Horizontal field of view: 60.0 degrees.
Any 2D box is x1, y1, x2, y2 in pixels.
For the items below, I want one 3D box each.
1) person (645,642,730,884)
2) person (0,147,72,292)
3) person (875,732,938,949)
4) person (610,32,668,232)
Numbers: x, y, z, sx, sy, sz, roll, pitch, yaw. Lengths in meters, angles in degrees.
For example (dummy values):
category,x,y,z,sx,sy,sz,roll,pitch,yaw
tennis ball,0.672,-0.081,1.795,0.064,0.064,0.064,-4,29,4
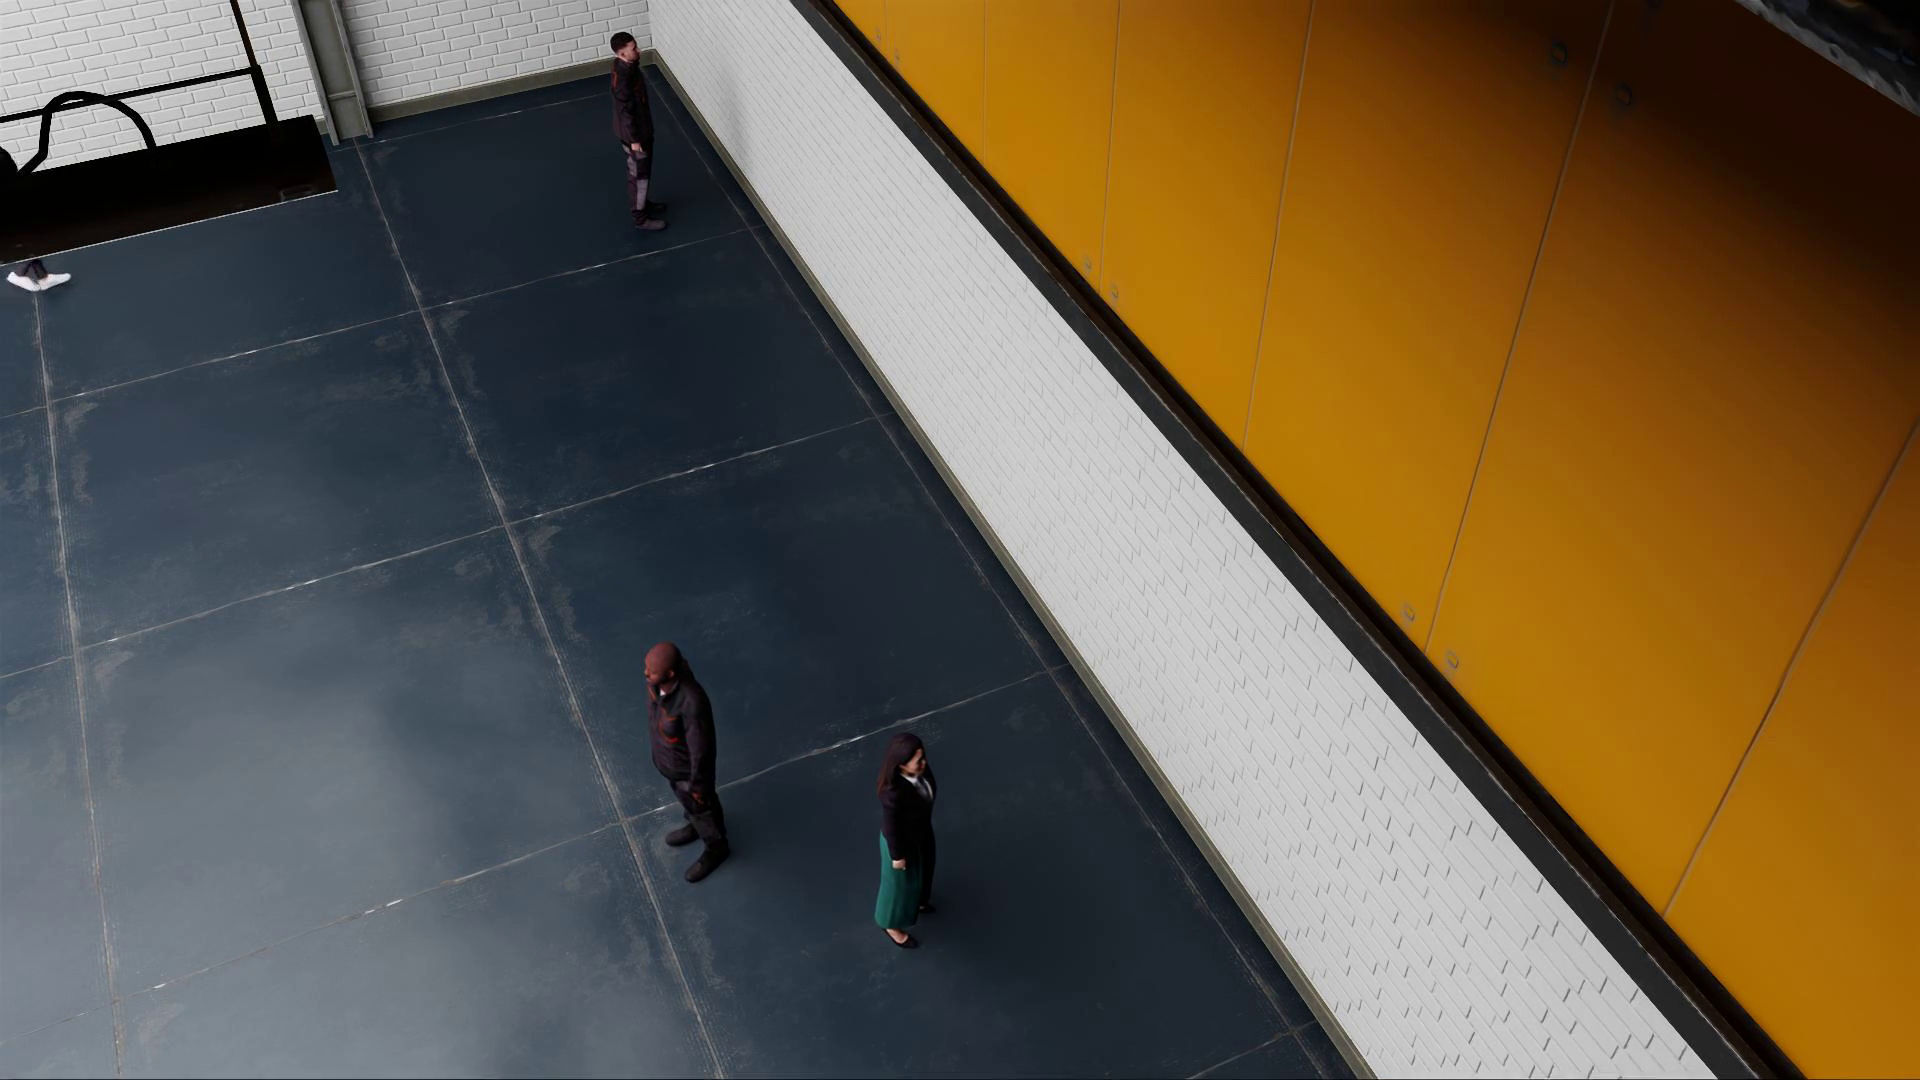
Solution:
category,x,y,z,sx,sy,sz,roll,pitch,yaw
person,-1.565,1.229,9.652,0.681,1.815,0.745,-27,50,-25
person,-8.057,-2.783,13.960,0.765,1.681,0.699,-27,50,-25
person,-0.304,1.646,9.269,0.737,1.737,0.685,12,45,12
person,-2.892,-3.652,14.745,0.723,1.856,0.786,-5,44,-5
